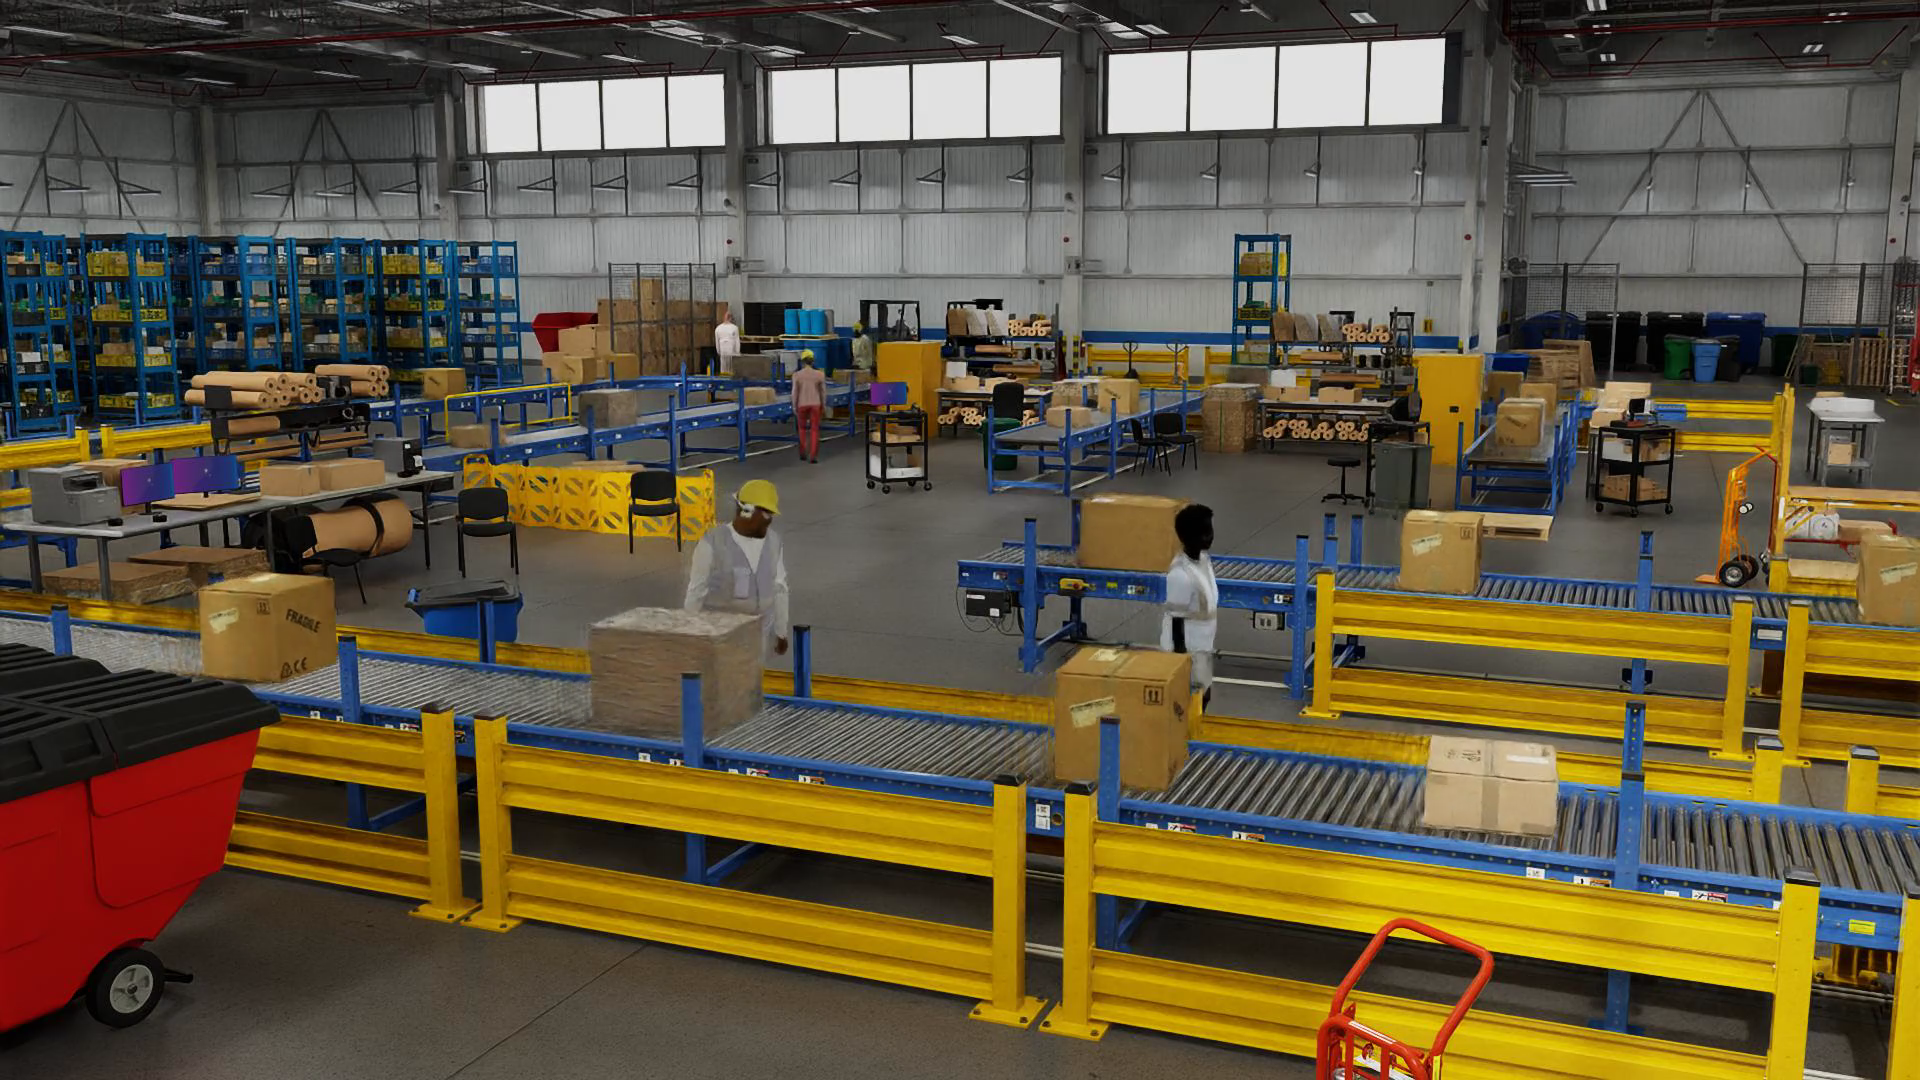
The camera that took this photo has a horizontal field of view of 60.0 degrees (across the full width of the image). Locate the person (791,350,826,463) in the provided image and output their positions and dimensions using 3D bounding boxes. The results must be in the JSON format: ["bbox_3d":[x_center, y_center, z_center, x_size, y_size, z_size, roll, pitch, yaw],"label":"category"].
[{"bbox_3d":[-2.341,-2.072,25.796,0.540,1.725,0.793,-1,9,-7],"label":"person"}]

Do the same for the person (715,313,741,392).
[{"bbox_3d":[-5.572,-4.530,40.161,0.639,1.902,0.407,3,10,20],"label":"person"}]

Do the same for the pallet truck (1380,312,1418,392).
[{"bbox_3d":[10.207,-4.283,38.369,0.823,1.965,1.885,3,10,20],"label":"pallet truck"}]

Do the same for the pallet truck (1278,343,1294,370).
[{"bbox_3d":[7.886,-4.163,39.743,0.653,1.274,1.630,4,10,22],"label":"pallet truck"}]

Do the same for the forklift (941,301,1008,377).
[{"bbox_3d":[0.365,-4.966,41.571,1.157,1.987,2.680,3,10,20],"label":"forklift"}]

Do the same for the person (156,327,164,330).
[{"bbox_3d":[-17.937,-4.027,37.326,0.578,1.830,0.385,-6,11,-34],"label":"person"}]

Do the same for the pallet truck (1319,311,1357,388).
[{"bbox_3d":[9.071,-4.419,39.190,0.823,1.965,1.885,5,10,26],"label":"pallet truck"}]

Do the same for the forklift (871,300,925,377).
[{"bbox_3d":[-1.732,-5.109,42.468,1.157,1.987,2.680,4,10,22],"label":"forklift"}]

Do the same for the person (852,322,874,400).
[{"bbox_3d":[-2.107,-3.964,37.113,0.908,1.785,0.634,-6,11,-33],"label":"person"}]

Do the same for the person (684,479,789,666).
[{"bbox_3d":[-1.296,0.524,9.868,0.620,1.786,0.467,-8,12,-39],"label":"person"}]

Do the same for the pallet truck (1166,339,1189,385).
[{"bbox_3d":[5.418,-4.269,40.420,0.704,1.261,1.522,3,10,20],"label":"pallet truck"}]

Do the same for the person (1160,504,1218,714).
[{"bbox_3d":[1.277,0.608,9.685,0.569,1.676,0.540,4,10,21],"label":"person"}]

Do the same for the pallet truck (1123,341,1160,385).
[{"bbox_3d":[4.445,-4.380,41.279,0.680,1.201,1.601,4,10,22],"label":"pallet truck"}]
